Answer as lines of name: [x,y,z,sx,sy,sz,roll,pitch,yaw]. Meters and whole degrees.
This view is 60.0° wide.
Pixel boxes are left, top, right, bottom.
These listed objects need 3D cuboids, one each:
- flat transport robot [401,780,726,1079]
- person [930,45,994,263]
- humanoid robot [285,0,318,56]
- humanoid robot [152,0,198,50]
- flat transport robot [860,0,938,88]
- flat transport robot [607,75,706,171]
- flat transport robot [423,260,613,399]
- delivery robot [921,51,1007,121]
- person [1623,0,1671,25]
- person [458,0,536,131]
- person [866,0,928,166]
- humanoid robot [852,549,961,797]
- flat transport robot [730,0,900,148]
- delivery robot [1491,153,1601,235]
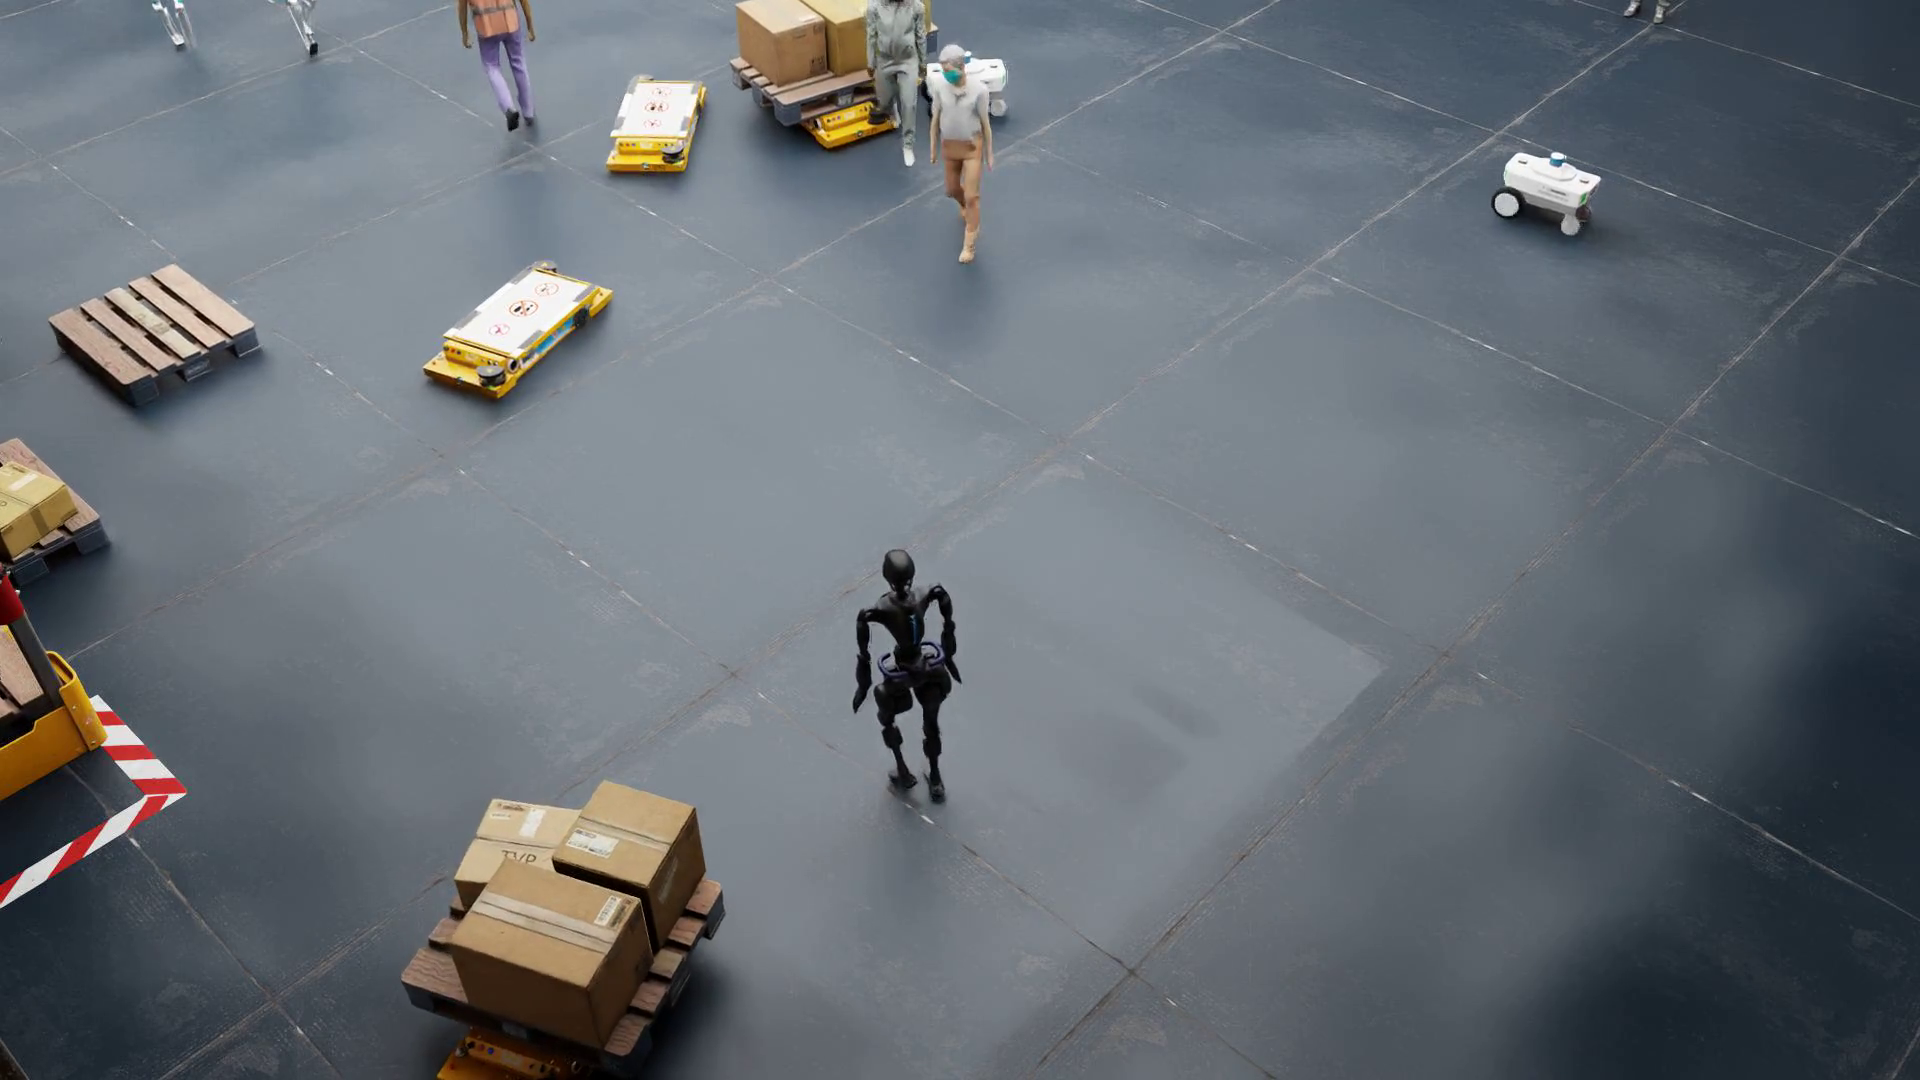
flat transport robot: [-1.900,2.125,8.165,0.659,0.231,1.431,13,44,14]
person: [0.028,-3.055,12.844,0.502,1.716,0.685,8,43,9]
humanoid robot: [-6.330,-5.387,15.466,0.569,1.841,0.883,-30,50,-29]
humanoid robot: [-7.450,-5.335,15.442,0.538,1.908,0.724,-19,45,-20]
flat transport robot: [-0.972,-4.542,15.574,0.659,0.231,1.431,-21,46,-22]
flat transport robot: [-2.654,-3.663,14.597,0.659,0.231,1.431,1,42,1]
flat transport robot: [-3.247,-1.576,12.278,0.659,0.231,1.431,18,45,19]
delivery robot: [0.030,-4.058,14.816,0.773,0.586,0.499,-6,42,-7]
person: [6.789,-5.889,15.905,0.568,1.832,0.402,20,46,20]
person: [-3.938,-4.348,14.198,0.633,1.820,0.505,-14,44,-16]
person: [-0.527,-4.051,13.946,0.515,1.711,0.630,-2,42,-2]
humanoid robot: [-0.274,0.704,8.688,0.601,1.649,0.321,-18,45,-19]
flat transport robot: [-1.271,-3.961,14.929,0.659,0.231,1.431,-24,47,-24]
delivery robot: [4.755,-2.851,13.492,0.807,0.609,0.499,27,48,26]
